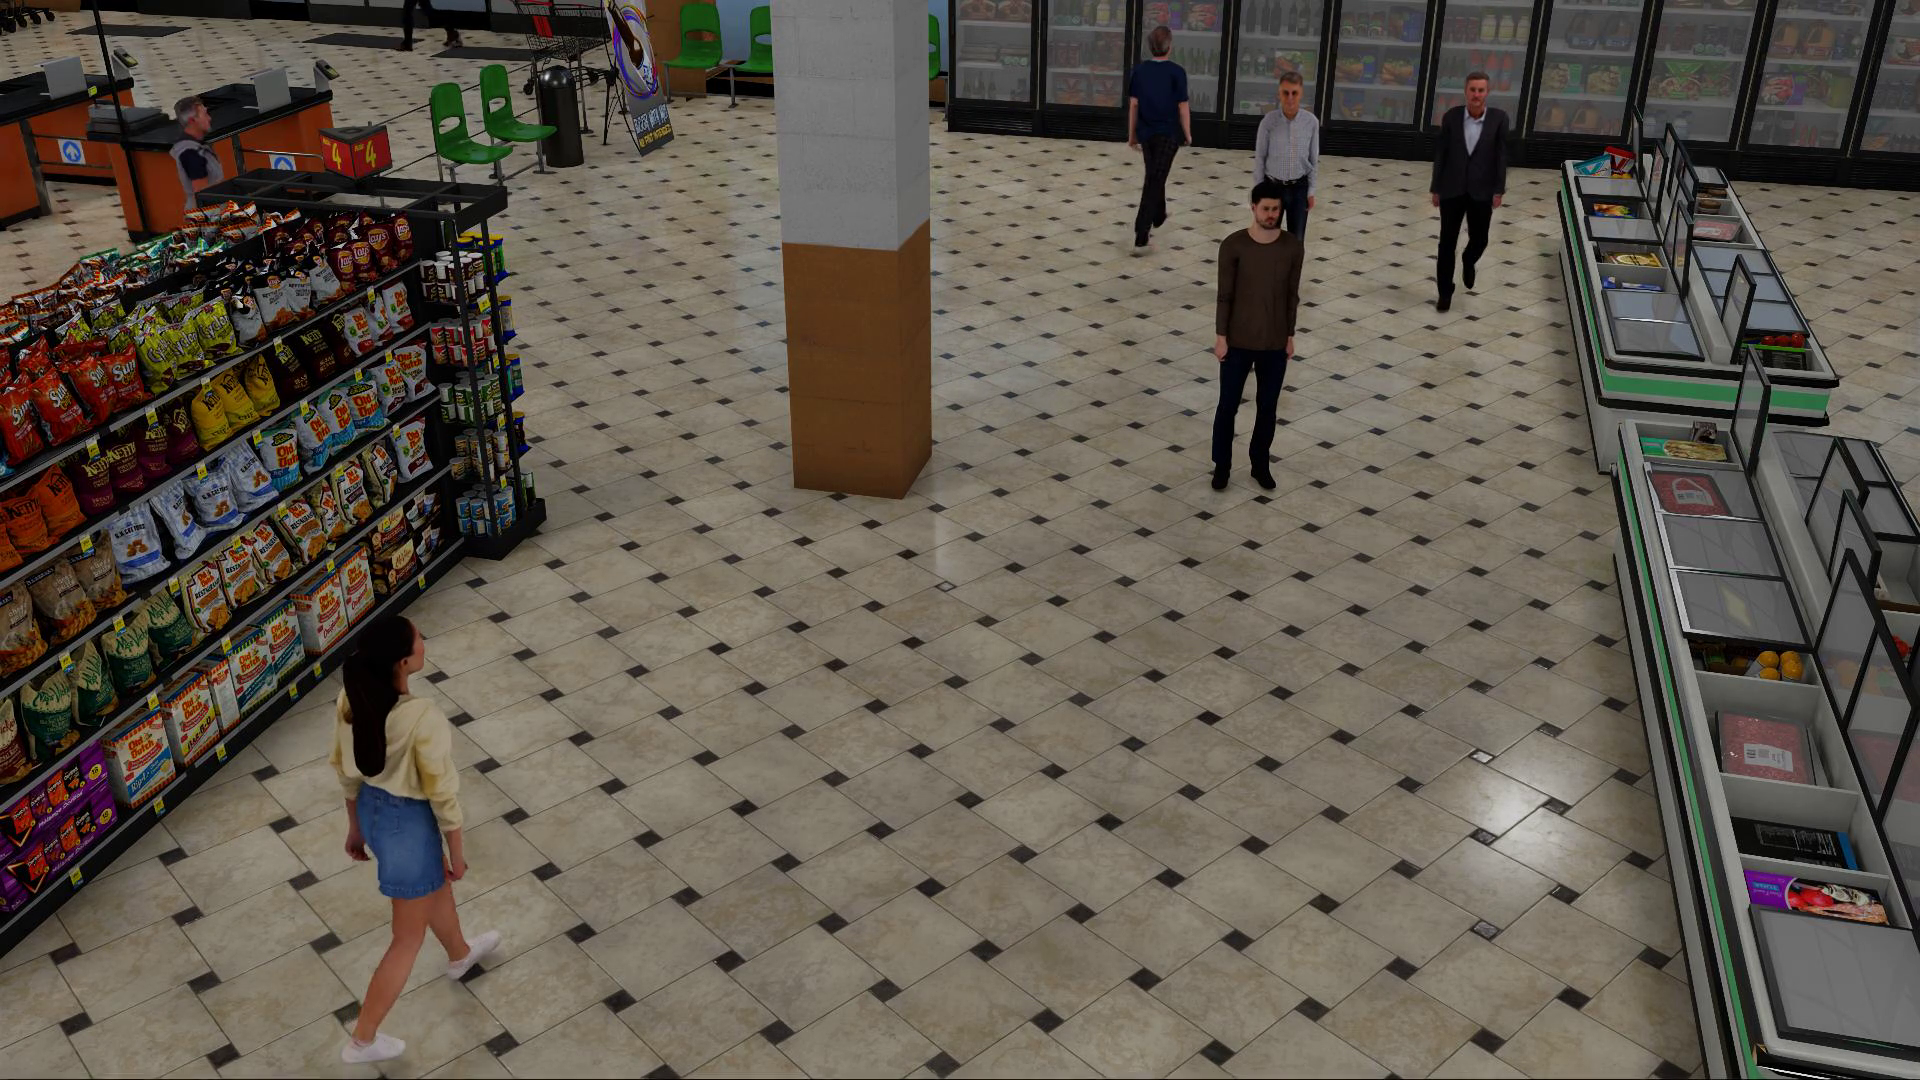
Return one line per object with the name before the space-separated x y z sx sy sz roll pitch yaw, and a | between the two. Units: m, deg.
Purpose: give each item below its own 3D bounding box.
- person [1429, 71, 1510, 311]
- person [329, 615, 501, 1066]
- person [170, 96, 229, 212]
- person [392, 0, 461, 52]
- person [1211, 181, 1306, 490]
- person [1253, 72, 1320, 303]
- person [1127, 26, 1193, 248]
person | 3.968 -2.747 12.991 0.738 1.829 0.895 8 28 15
person | -1.971 1.061 5.743 0.787 1.592 1.119 13 30 24
person | -5.550 -2.277 12.082 0.891 1.812 0.809 -11 29 -21
person | -7.254 -7.487 22.492 1.190 1.689 1.163 -13 30 -24
person | 1.759 -1.209 9.893 0.712 1.887 0.664 -1 27 -2
person | 2.548 -2.757 13.024 0.685 1.816 0.611 2 27 5
person | 1.675 -3.408 14.308 0.934 1.816 1.294 16 31 29
